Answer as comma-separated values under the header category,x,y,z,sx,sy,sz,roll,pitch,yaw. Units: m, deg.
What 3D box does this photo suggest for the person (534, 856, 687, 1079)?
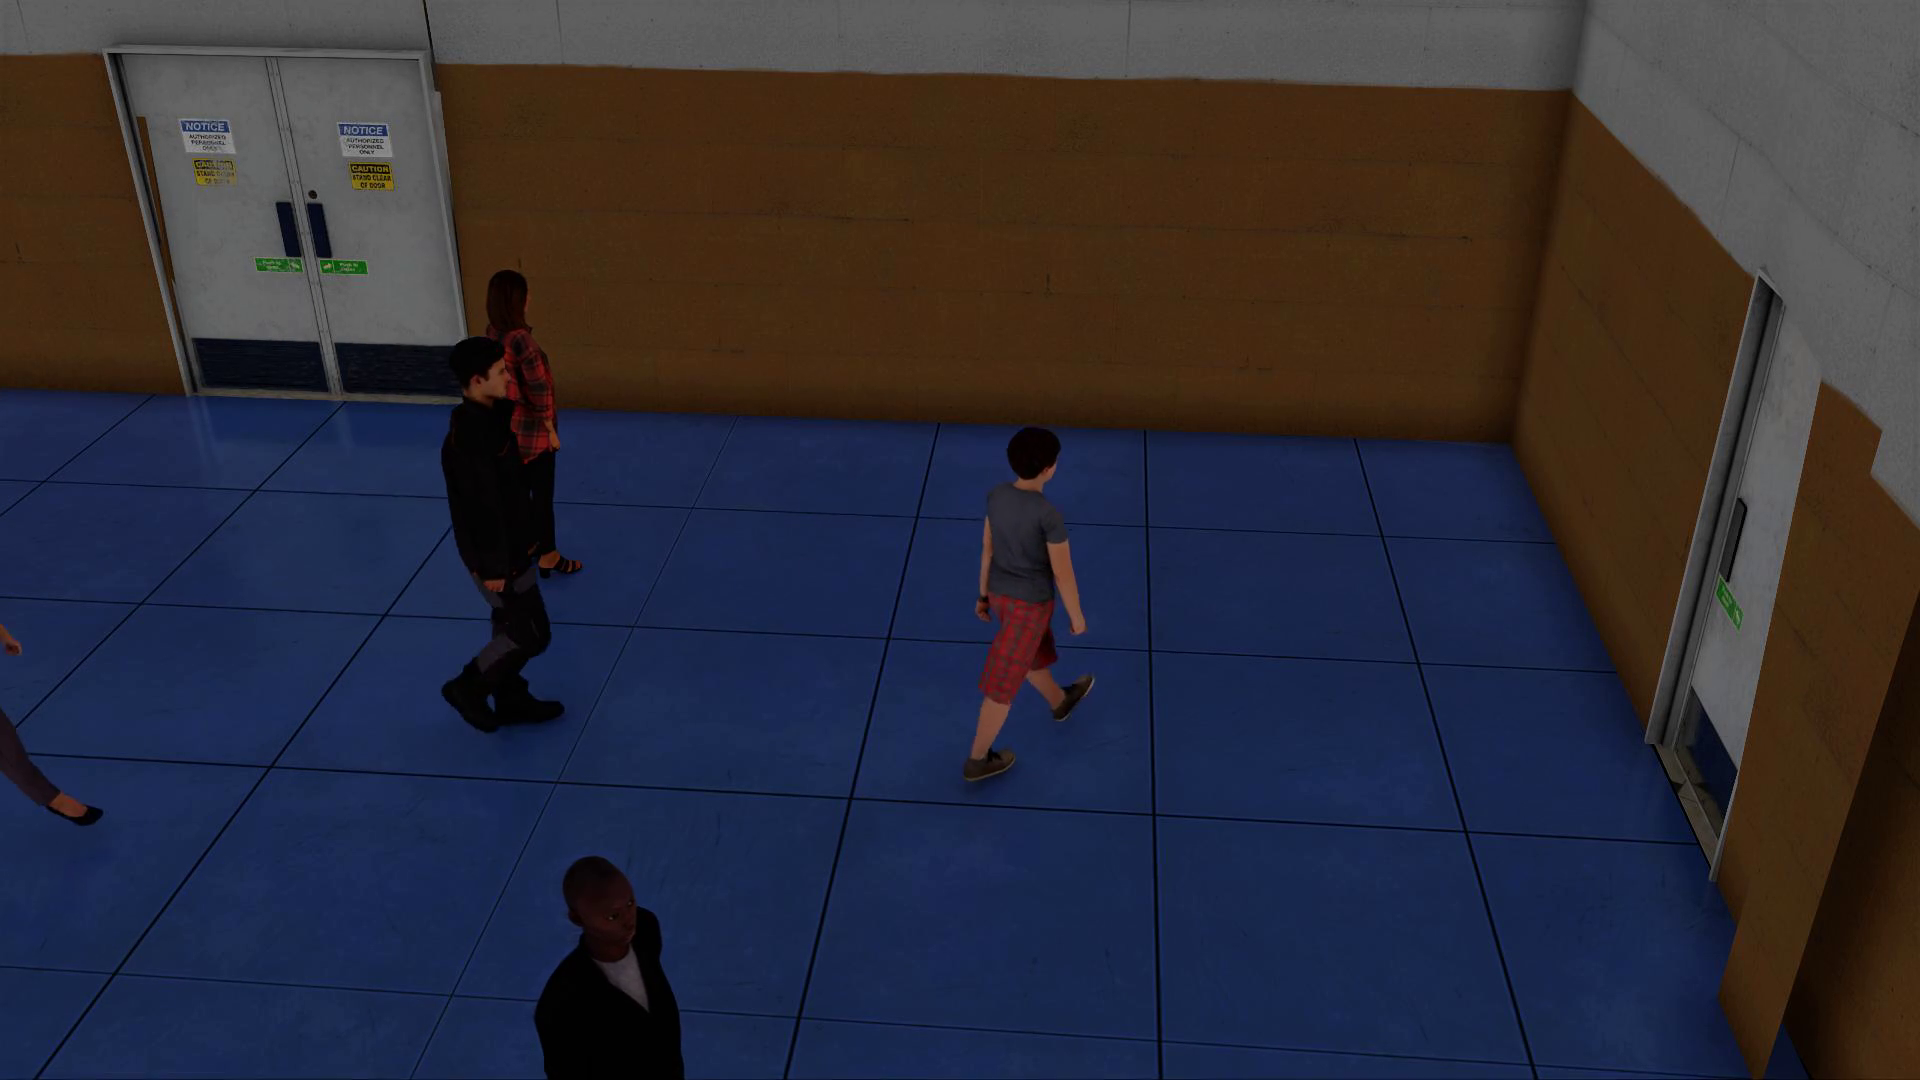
category,x,y,z,sx,sy,sz,roll,pitch,yaw
person,-0.955,1.594,4.674,0.776,1.761,0.624,13,31,22

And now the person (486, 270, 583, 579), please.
category,x,y,z,sx,sy,sz,roll,pitch,yaw
person,-2.287,-0.601,8.757,0.699,1.703,0.743,26,38,38

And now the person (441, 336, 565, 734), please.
category,x,y,z,sx,sy,sz,roll,pitch,yaw
person,-2.141,0.037,7.353,0.876,1.928,0.801,-6,29,-10

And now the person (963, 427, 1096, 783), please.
category,x,y,z,sx,sy,sz,roll,pitch,yaw
person,0.197,0.330,7.131,1.133,1.612,1.056,-23,36,-36
